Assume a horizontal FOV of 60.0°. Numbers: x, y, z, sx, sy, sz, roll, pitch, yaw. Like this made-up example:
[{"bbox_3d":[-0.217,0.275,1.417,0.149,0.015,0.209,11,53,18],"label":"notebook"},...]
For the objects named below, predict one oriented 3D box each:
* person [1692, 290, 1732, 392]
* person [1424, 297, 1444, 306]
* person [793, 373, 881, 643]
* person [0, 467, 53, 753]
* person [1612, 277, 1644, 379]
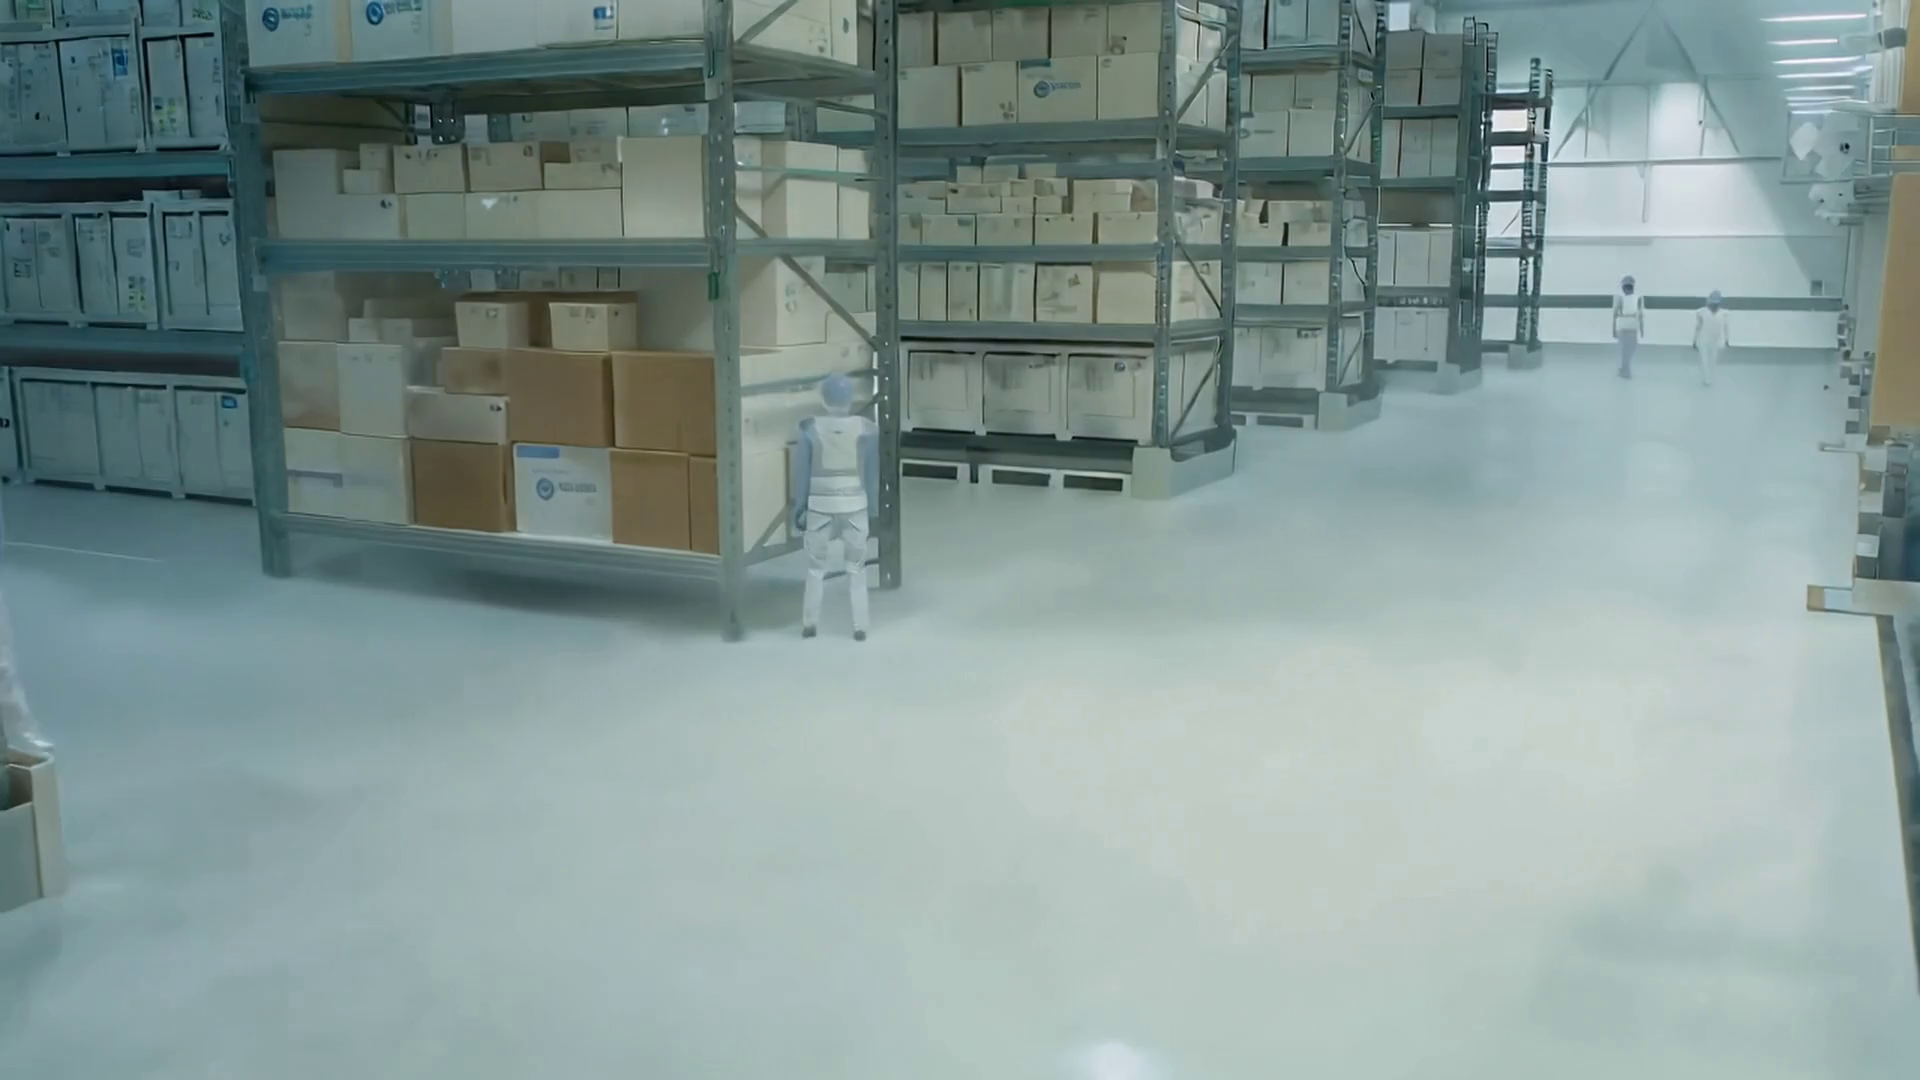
[{"bbox_3d":[12.749,-3.376,28.207,0.581,1.701,0.915,2,10,12],"label":"person"},{"bbox_3d":[10.989,-5.195,38.237,0.812,1.879,0.650,7,12,35],"label":"person"},{"bbox_3d":[-0.727,-0.176,9.894,0.528,1.627,0.319,-2,10,-11],"label":"person"},{"bbox_3d":[-4.669,0.157,7.713,0.925,1.718,0.538,7,12,35],"label":"person"},{"bbox_3d":[12.435,-3.954,31.030,0.536,1.871,1.033,1,10,6],"label":"person"}]
